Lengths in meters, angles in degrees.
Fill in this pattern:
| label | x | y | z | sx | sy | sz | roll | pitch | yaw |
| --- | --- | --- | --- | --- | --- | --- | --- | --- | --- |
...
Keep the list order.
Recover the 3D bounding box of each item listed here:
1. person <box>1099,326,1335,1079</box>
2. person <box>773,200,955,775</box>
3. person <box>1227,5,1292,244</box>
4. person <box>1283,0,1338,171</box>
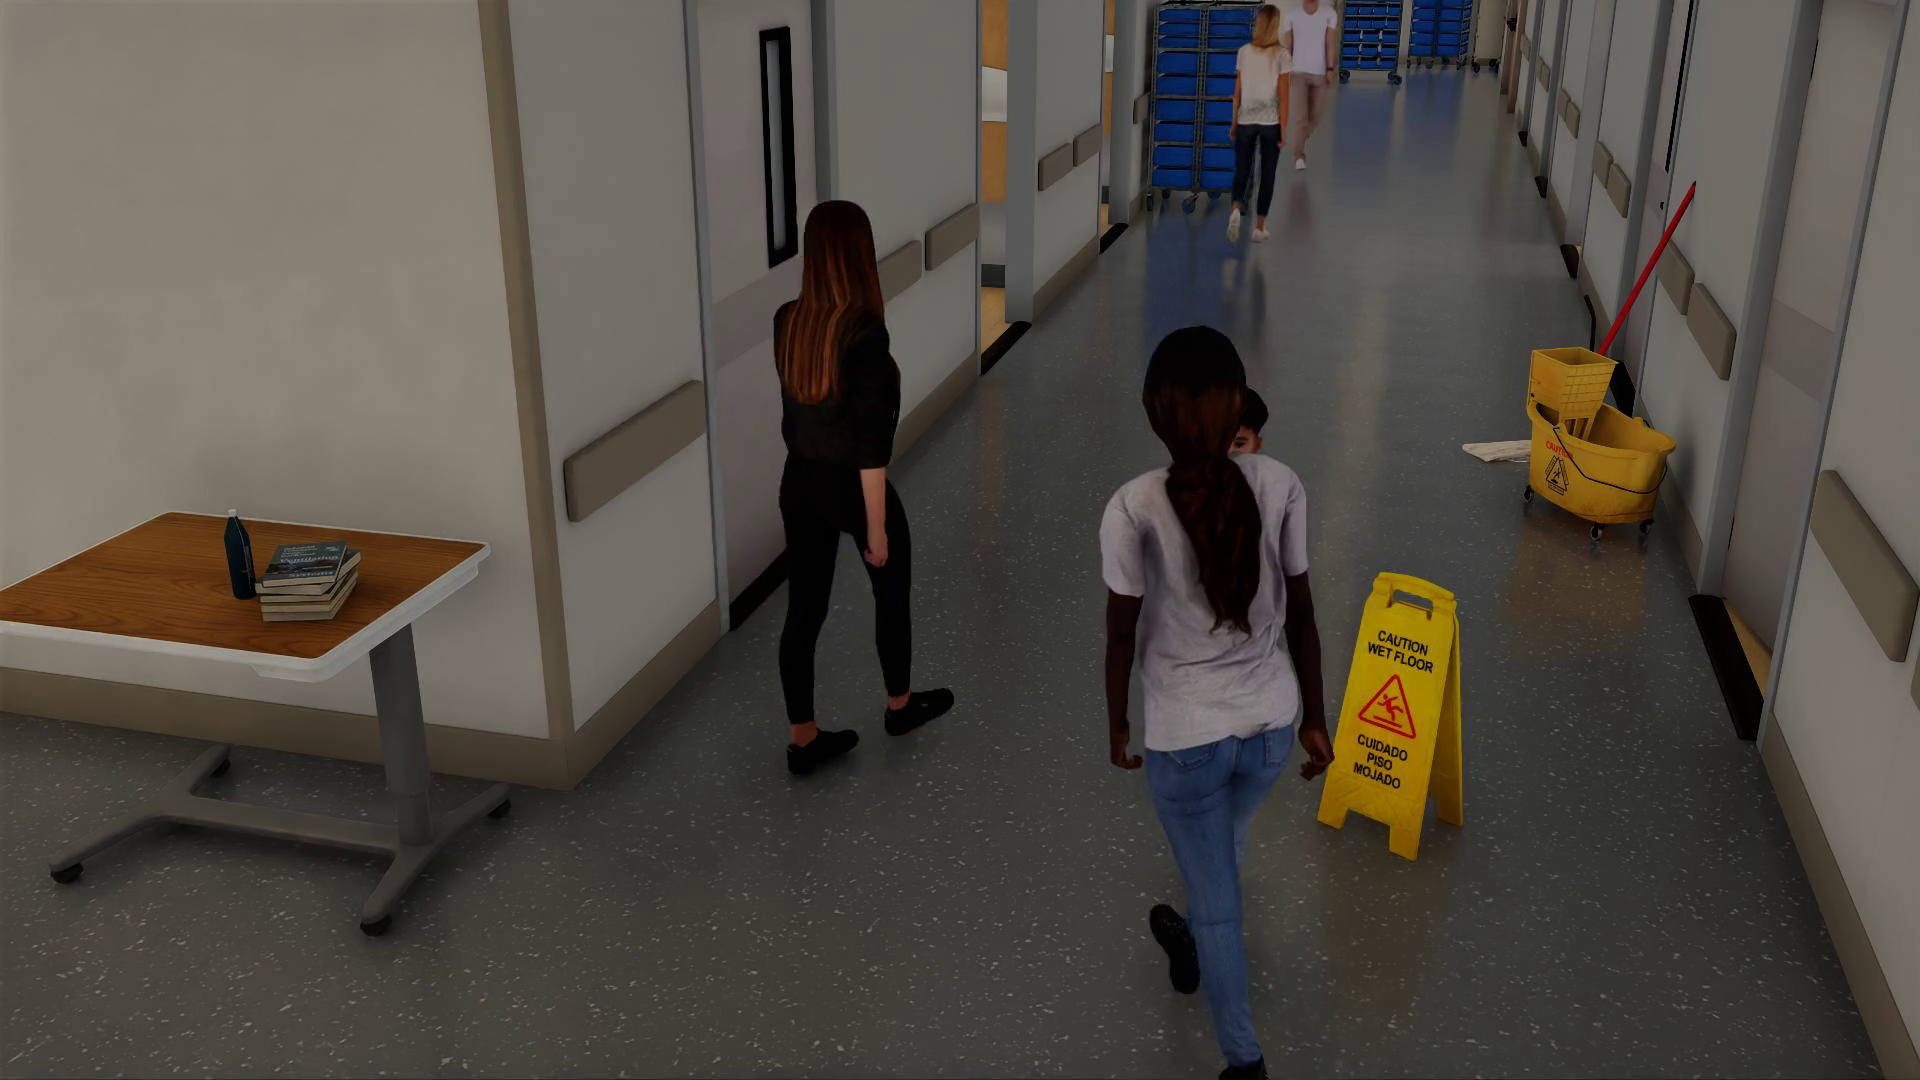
| label | x | y | z | sx | sy | sz | roll | pitch | yaw |
| --- | --- | --- | --- | --- | --- | --- | --- | --- | --- |
| person | 0.557 | 0.453 | 3.382 | 0.978 | 1.685 | 1.125 | -5 | 21 | -12 |
| person | -0.430 | -0.102 | 4.833 | 0.835 | 1.695 | 0.968 | 17 | 27 | 38 |
| person | 2.250 | -3.122 | 12.671 | 0.679 | 1.790 | 1.017 | 8 | 22 | 21 |
| person | 3.481 | -4.667 | 16.634 | 0.789 | 1.873 | 1.064 | 2 | 21 | 6 |
